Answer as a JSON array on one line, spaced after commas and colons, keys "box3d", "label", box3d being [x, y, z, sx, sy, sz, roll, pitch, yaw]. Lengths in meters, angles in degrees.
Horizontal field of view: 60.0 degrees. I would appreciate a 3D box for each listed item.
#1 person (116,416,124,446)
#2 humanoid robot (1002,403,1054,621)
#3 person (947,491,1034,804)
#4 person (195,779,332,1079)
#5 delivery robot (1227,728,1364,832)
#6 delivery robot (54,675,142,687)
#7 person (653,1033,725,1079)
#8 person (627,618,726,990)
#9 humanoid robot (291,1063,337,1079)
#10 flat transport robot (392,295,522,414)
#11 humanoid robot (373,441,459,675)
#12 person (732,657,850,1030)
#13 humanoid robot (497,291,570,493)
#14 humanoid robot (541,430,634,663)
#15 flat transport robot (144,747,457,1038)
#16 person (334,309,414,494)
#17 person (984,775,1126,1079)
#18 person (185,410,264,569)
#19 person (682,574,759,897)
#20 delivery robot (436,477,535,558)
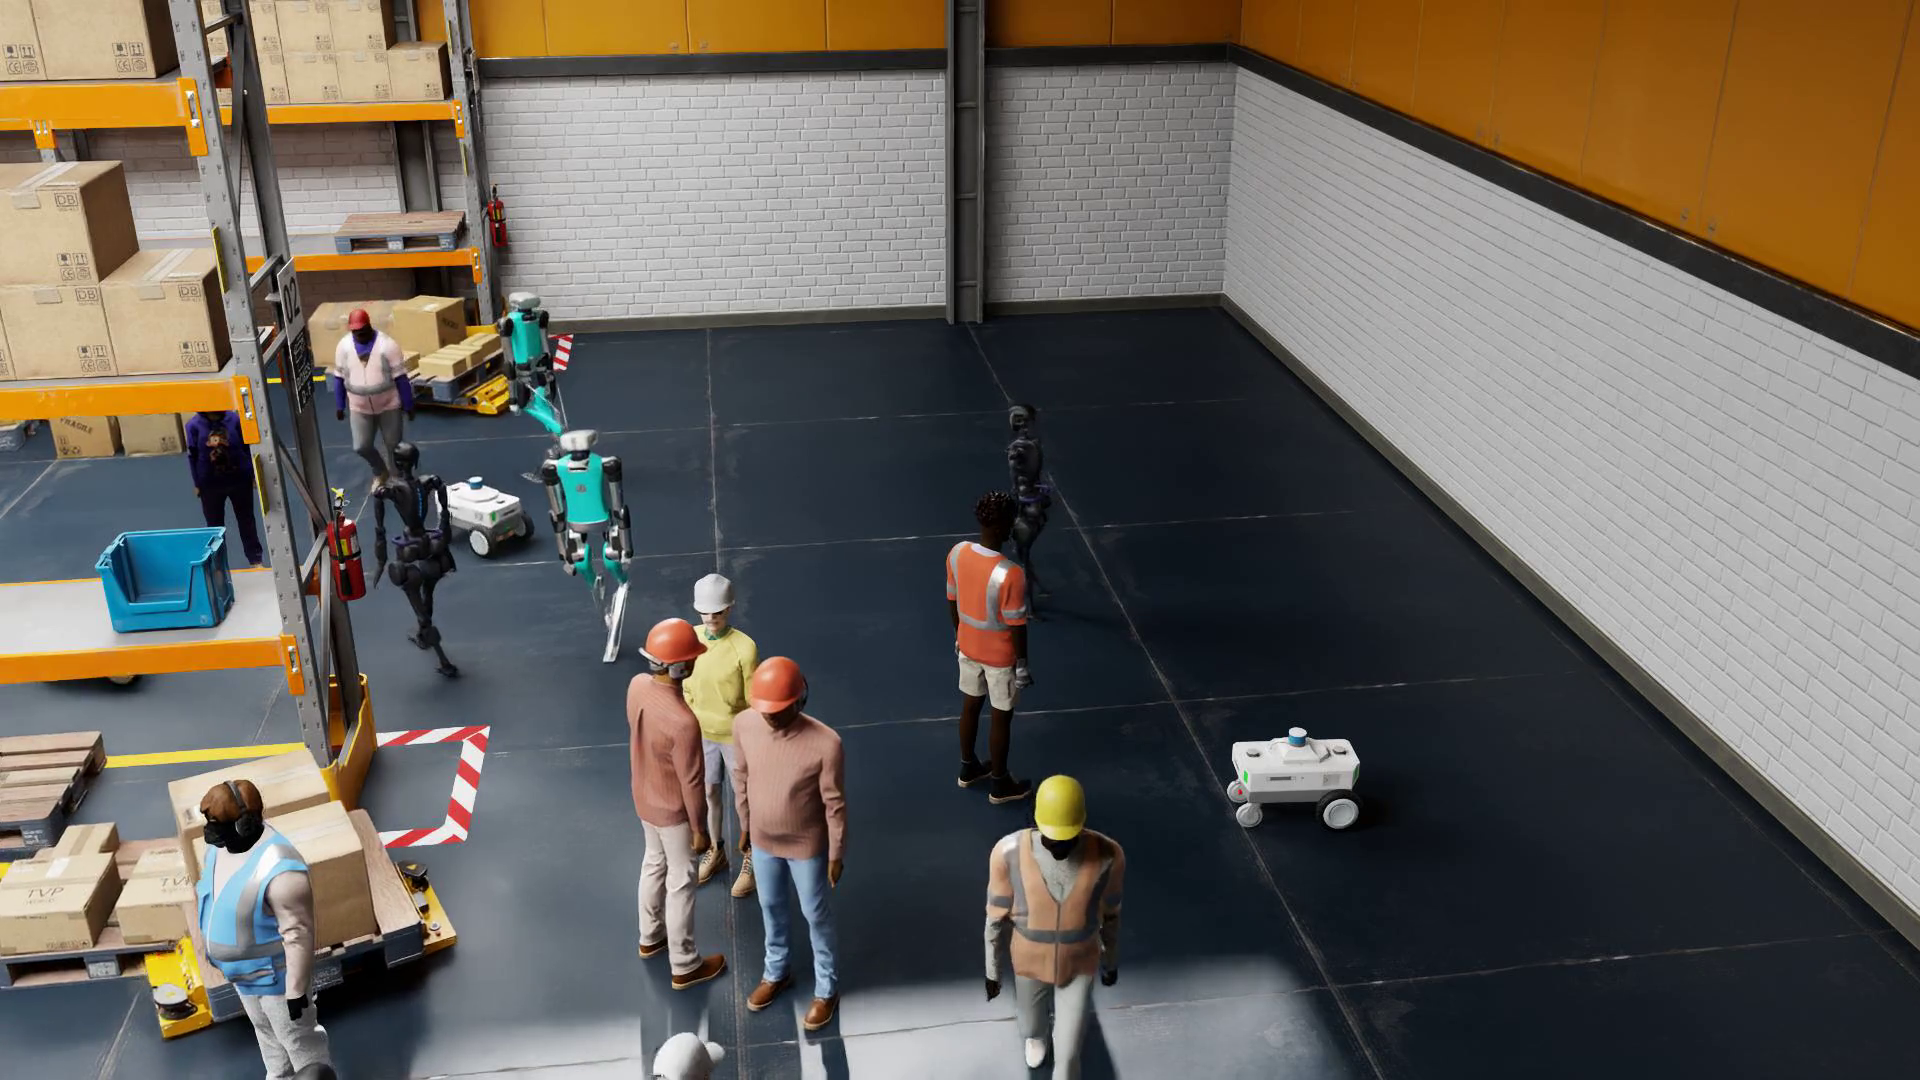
[{"box3d": [-7.872, -1.794, 15.493, 0.329, 1.872, 0.509, -12, 27, -26], "label": "person"}, {"box3d": [0.490, -0.191, 12.091, 0.355, 1.644, 0.609, 10, 26, 21], "label": "humanoid robot"}, {"box3d": [0.190, 0.632, 9.848, 0.361, 1.964, 0.612, -20, 31, -38], "label": "person"}, {"box3d": [-3.026, 1.849, 7.228, 0.621, 1.845, 0.430, 18, 30, 36], "label": "person"}, {"box3d": [2.006, 1.405, 9.864, 0.803, 0.614, 0.499, -1, 24, -3], "label": "delivery robot"}, {"box3d": [-5.925, 0.691, 11.490, 0.802, 0.613, 0.499, 0, 24, 0], "label": "delivery robot"}, {"box3d": [-0.982, 2.495, 5.882, 0.492, 1.736, 0.768, -17, 29, -34], "label": "person"}, {"box3d": [-1.412, 1.300, 8.313, 0.422, 1.983, 0.614, -17, 29, -34], "label": "person"}, {"box3d": [-2.163, 2.535, 5.918, 0.591, 1.632, 0.763, -1, 24, -3], "label": "humanoid robot"}, {"box3d": [-5.166, -1.519, 16.858, 1.431, 0.231, 0.659, 7, 25, 15], "label": "flat transport robot"}, {"box3d": [-3.756, 0.110, 11.468, 0.793, 1.630, 0.592, 22, 32, 40], "label": "humanoid robot"}, {"box3d": [-0.825, 1.439, 7.991, 0.612, 1.986, 0.406, 12, 26, 24], "label": "person"}, {"box3d": [-3.536, -1.234, 14.417, 0.932, 1.778, 0.579, 15, 28, 31], "label": "humanoid robot"}, {"box3d": [-2.511, 0.028, 11.622, 0.555, 1.874, 0.821, 0, 24, -1], "label": "humanoid robot"}, {"box3d": [-3.421, 2.090, 8.635, 1.431, 0.231, 0.659, -14, 27, -28], "label": "flat transport robot"}, {"box3d": [-4.981, -1.135, 14.156, 0.648, 1.737, 0.435, -2, 24, -5], "label": "person"}, {"box3d": [0.407, 1.786, 7.323, 0.602, 1.893, 0.854, 1, 24, 2], "label": "person"}, {"box3d": [-5.613, -0.442, 12.718, 0.452, 1.619, 0.360, -13, 27, -28], "label": "person"}, {"box3d": [-1.283, 1.041, 9.008, 0.479, 1.894, 0.382, 10, 26, 21], "label": "person"}, {"box3d": [-3.890, -0.203, 13.527, 0.814, 0.613, 0.499, 14, 27, 29], "label": "delivery robot"}]
